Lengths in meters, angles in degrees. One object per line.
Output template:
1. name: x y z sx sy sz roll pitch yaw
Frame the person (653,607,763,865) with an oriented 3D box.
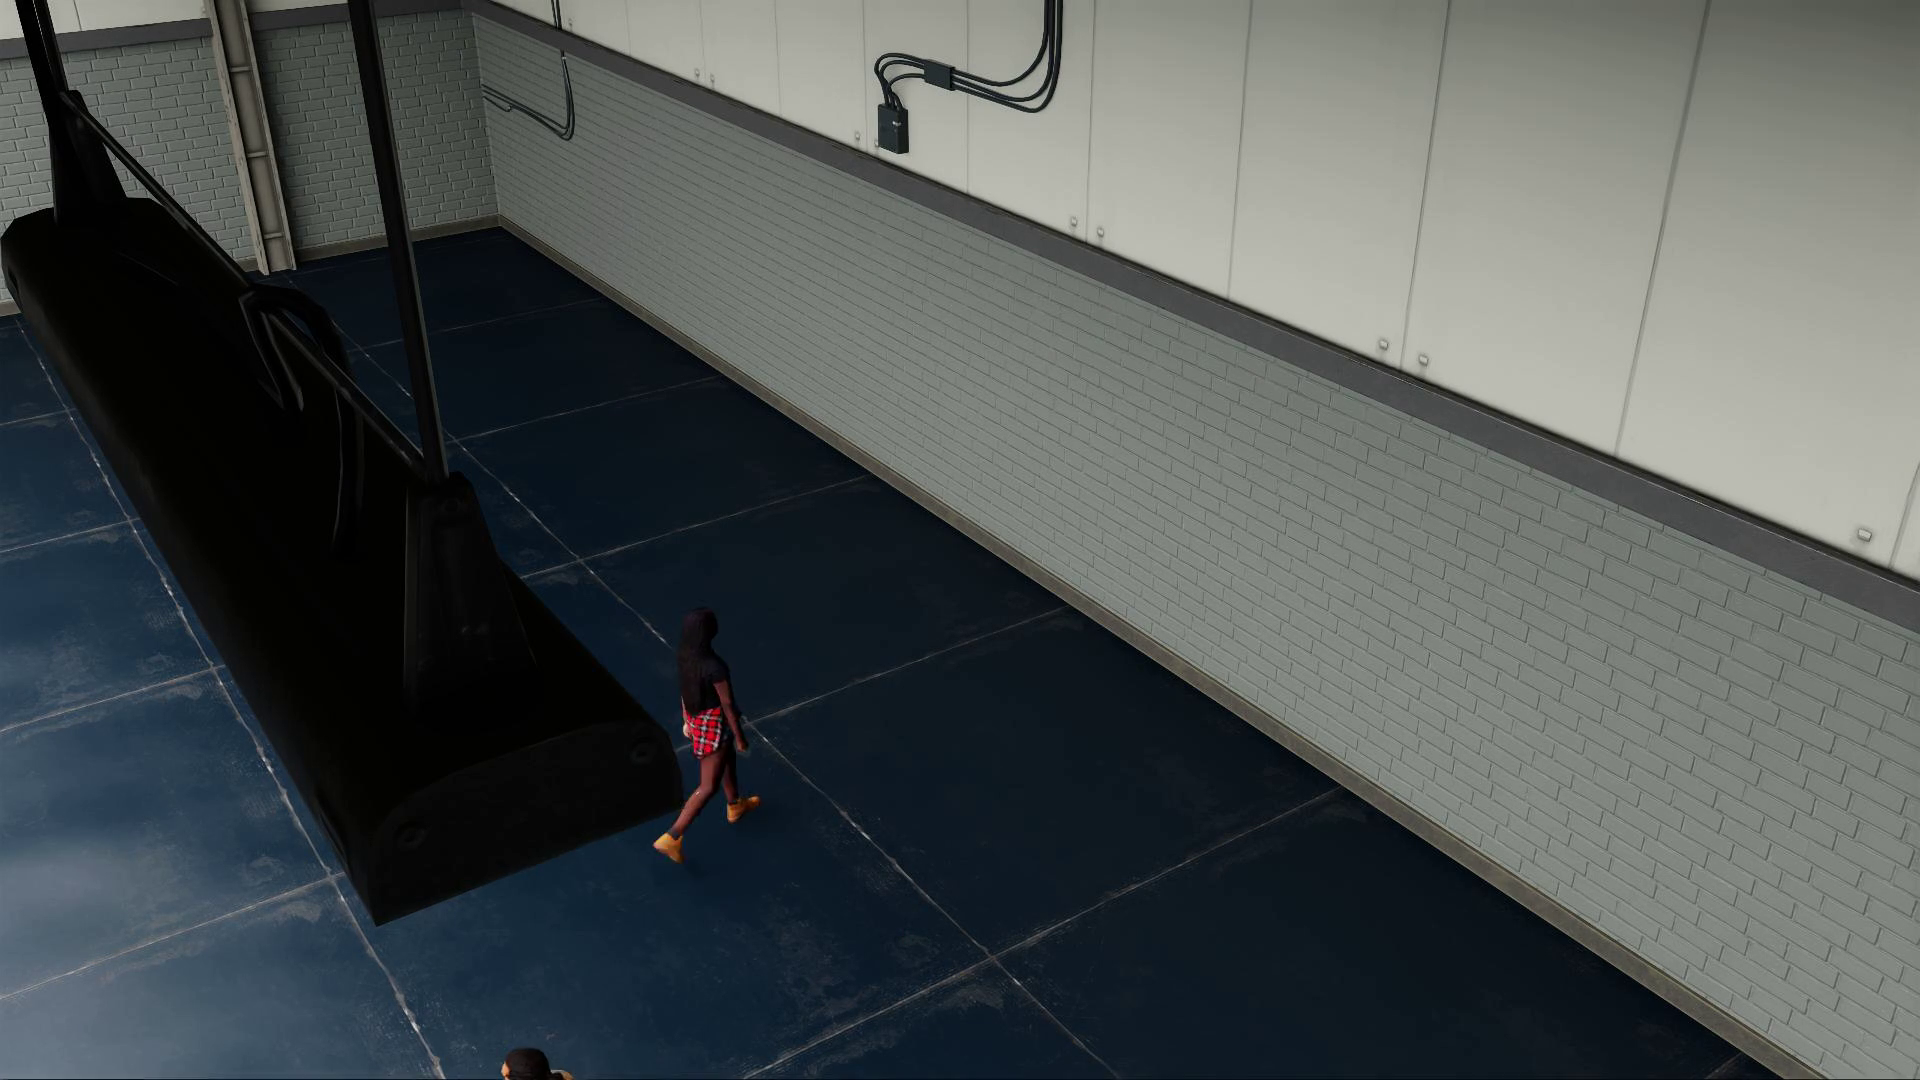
1. person: -1.621 1.238 10.410 1.173 1.694 0.693 -23 36 -36
